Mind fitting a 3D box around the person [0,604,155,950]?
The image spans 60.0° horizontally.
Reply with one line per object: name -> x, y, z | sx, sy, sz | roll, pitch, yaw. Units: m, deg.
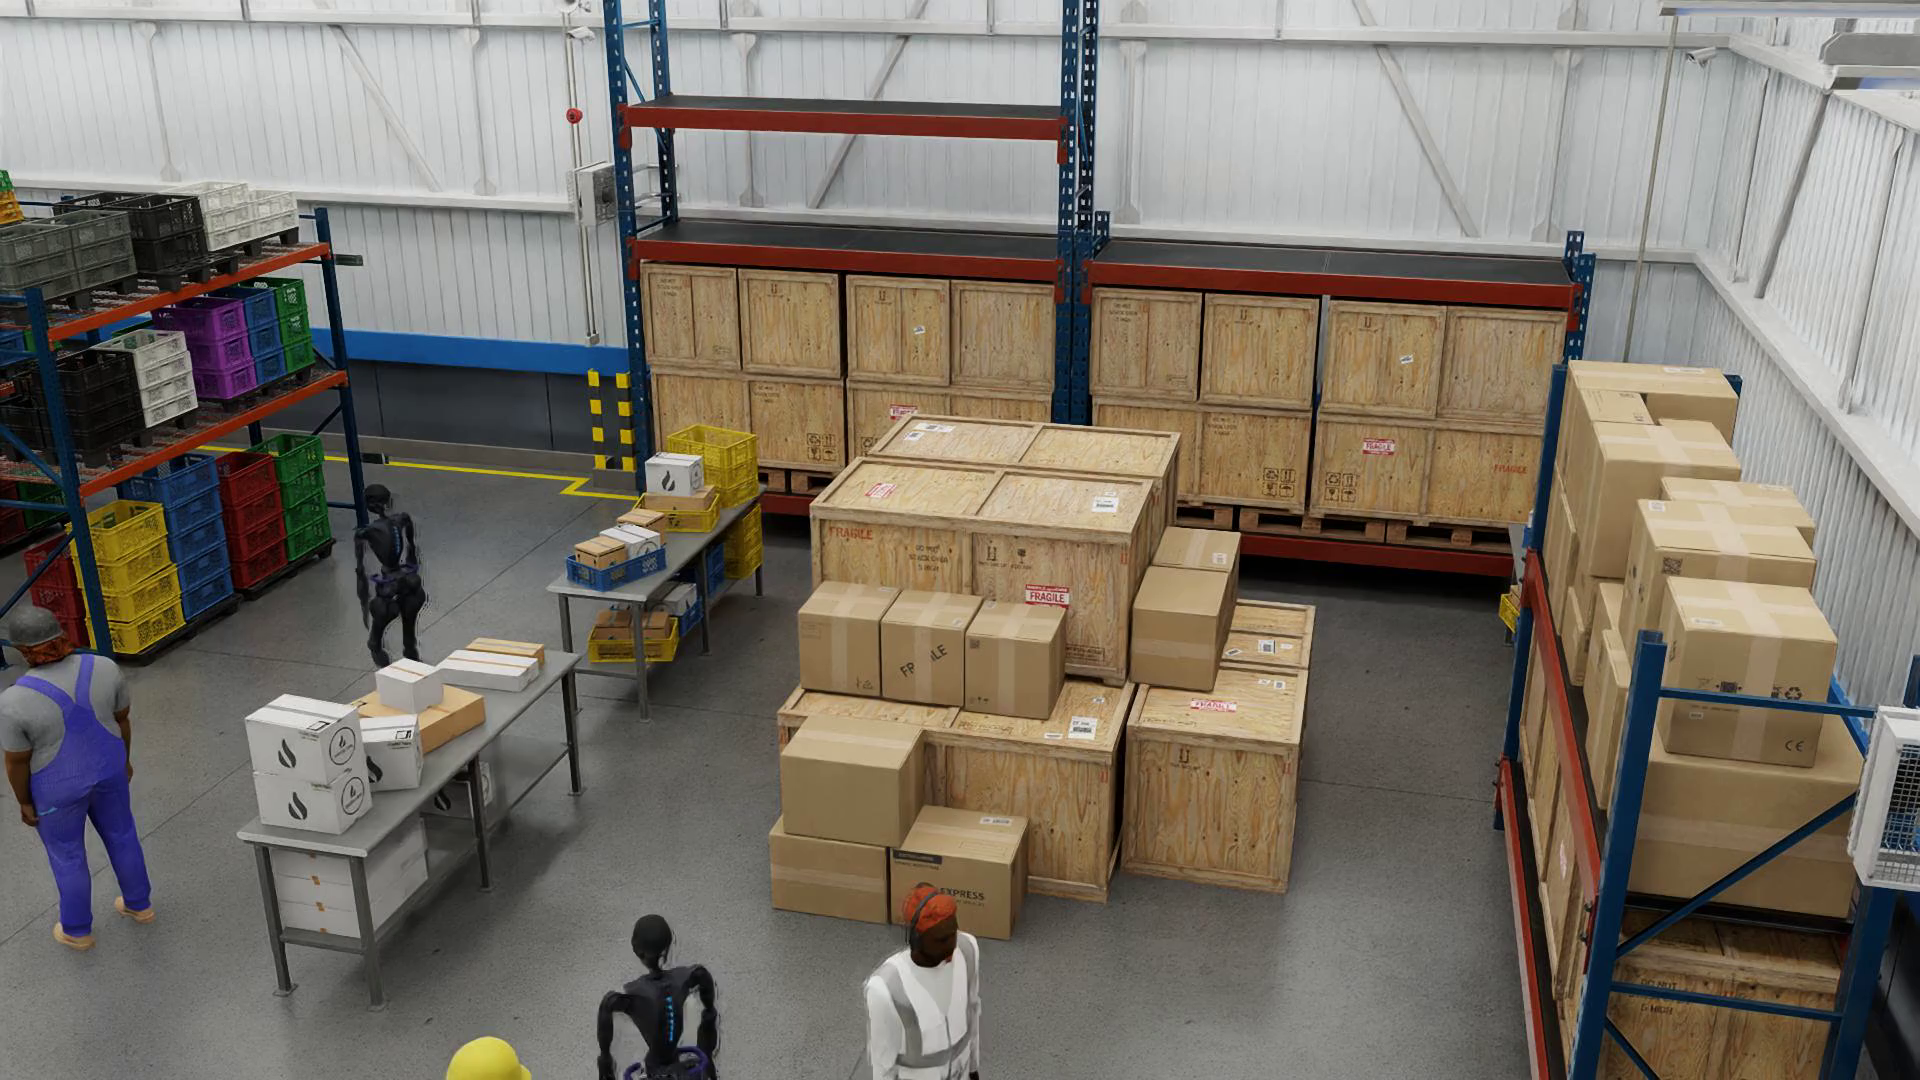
person -> -4.929, 1.284, 9.208 | 0.536, 2.000, 0.678 | 15, 25, 34

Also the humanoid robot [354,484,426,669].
humanoid robot -> -4.158, 0.359, 12.128 | 0.427, 1.645, 0.602 | 15, 26, 35

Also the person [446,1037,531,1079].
person -> -1.671, 2.608, 5.934 | 0.598, 1.910, 0.427 | 14, 25, 33

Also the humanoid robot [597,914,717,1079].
humanoid robot -> -1.264, 2.316, 7.018 | 0.599, 1.640, 0.579 | -12, 24, -29

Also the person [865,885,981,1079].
person -> -0.110, 2.270, 6.867 | 0.612, 1.872, 0.446 | -17, 26, -37
